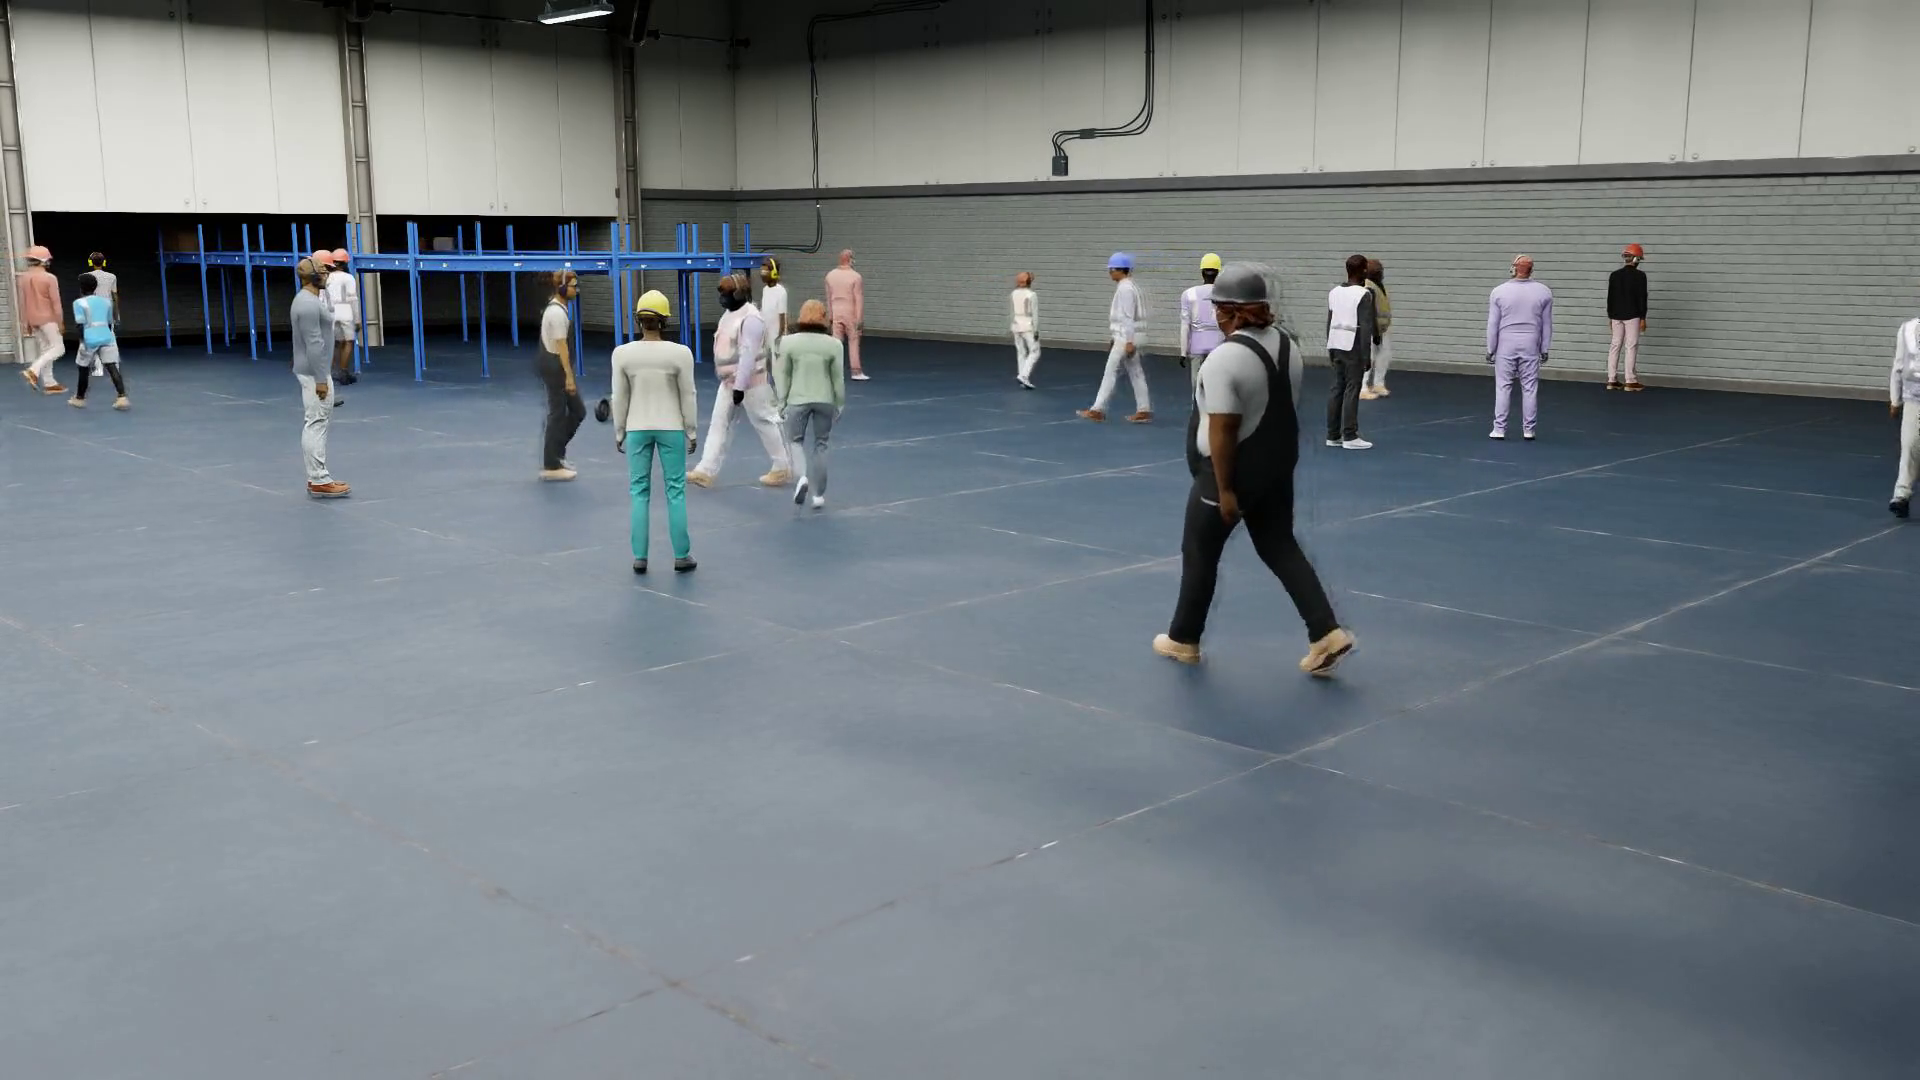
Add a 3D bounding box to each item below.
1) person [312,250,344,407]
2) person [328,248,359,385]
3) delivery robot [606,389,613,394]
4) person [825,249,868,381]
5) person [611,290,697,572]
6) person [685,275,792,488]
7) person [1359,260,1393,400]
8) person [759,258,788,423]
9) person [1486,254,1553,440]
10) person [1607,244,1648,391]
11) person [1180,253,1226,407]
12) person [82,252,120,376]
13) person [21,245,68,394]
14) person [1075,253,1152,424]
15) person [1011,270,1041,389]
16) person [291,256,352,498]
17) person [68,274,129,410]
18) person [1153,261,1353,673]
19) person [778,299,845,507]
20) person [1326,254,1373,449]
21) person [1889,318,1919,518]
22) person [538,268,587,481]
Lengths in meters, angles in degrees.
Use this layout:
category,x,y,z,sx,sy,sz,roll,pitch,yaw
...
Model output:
category,x,y,z,sx,sy,sz,roll,pitch,yaw
person,-7.930,-2.644,20.752,0.370,1.928,0.543,-4,11,-22
person,-8.827,-3.184,23.759,0.547,1.955,0.498,4,11,21
delivery robot,-3.860,-1.834,19.232,0.335,0.223,0.698,3,11,14
person,-1.650,-3.291,24.365,0.645,1.916,0.405,6,12,30
person,-1.919,-0.681,10.491,0.528,1.767,0.330,0,10,0
person,-1.860,-1.323,13.964,0.994,1.788,0.626,-6,12,-31
person,5.347,-2.706,21.476,0.471,1.799,0.715,8,13,36
person,-2.149,-2.247,18.784,0.470,1.853,0.569,-7,12,-32
person,5.789,-1.996,17.261,0.651,1.912,0.410,2,11,8
person,9.172,-3.053,22.825,0.393,1.986,0.610,-6,12,-29
person,2.535,-1.955,16.999,0.591,1.926,0.387,0,10,1
person,-12.986,-3.415,25.145,0.515,1.866,0.318,-10,14,-43
person,-12.258,-2.925,22.156,0.625,1.974,0.617,5,11,25
person,1.748,-2.265,18.742,0.942,1.900,0.640,1,10,6
person,0.903,-2.876,22.822,0.400,1.635,0.537,-9,14,-42
person,-5.233,-1.329,13.554,0.372,1.940,0.629,-5,11,-24
person,-10.530,-2.412,20.249,0.887,1.646,0.548,5,11,25
person,1.437,-0.351,8.060,0.689,2.000,0.992,-9,13,-39
person,-1.144,-1.045,12.849,0.525,1.620,0.456,-1,10,-6
person,3.884,-1.883,16.627,0.379,1.917,0.591,-5,12,-25
person,7.221,-1.034,12.336,0.610,1.777,0.940,7,12,33
person,-3.458,-1.430,14.408,0.448,1.824,0.528,-2,11,-12
